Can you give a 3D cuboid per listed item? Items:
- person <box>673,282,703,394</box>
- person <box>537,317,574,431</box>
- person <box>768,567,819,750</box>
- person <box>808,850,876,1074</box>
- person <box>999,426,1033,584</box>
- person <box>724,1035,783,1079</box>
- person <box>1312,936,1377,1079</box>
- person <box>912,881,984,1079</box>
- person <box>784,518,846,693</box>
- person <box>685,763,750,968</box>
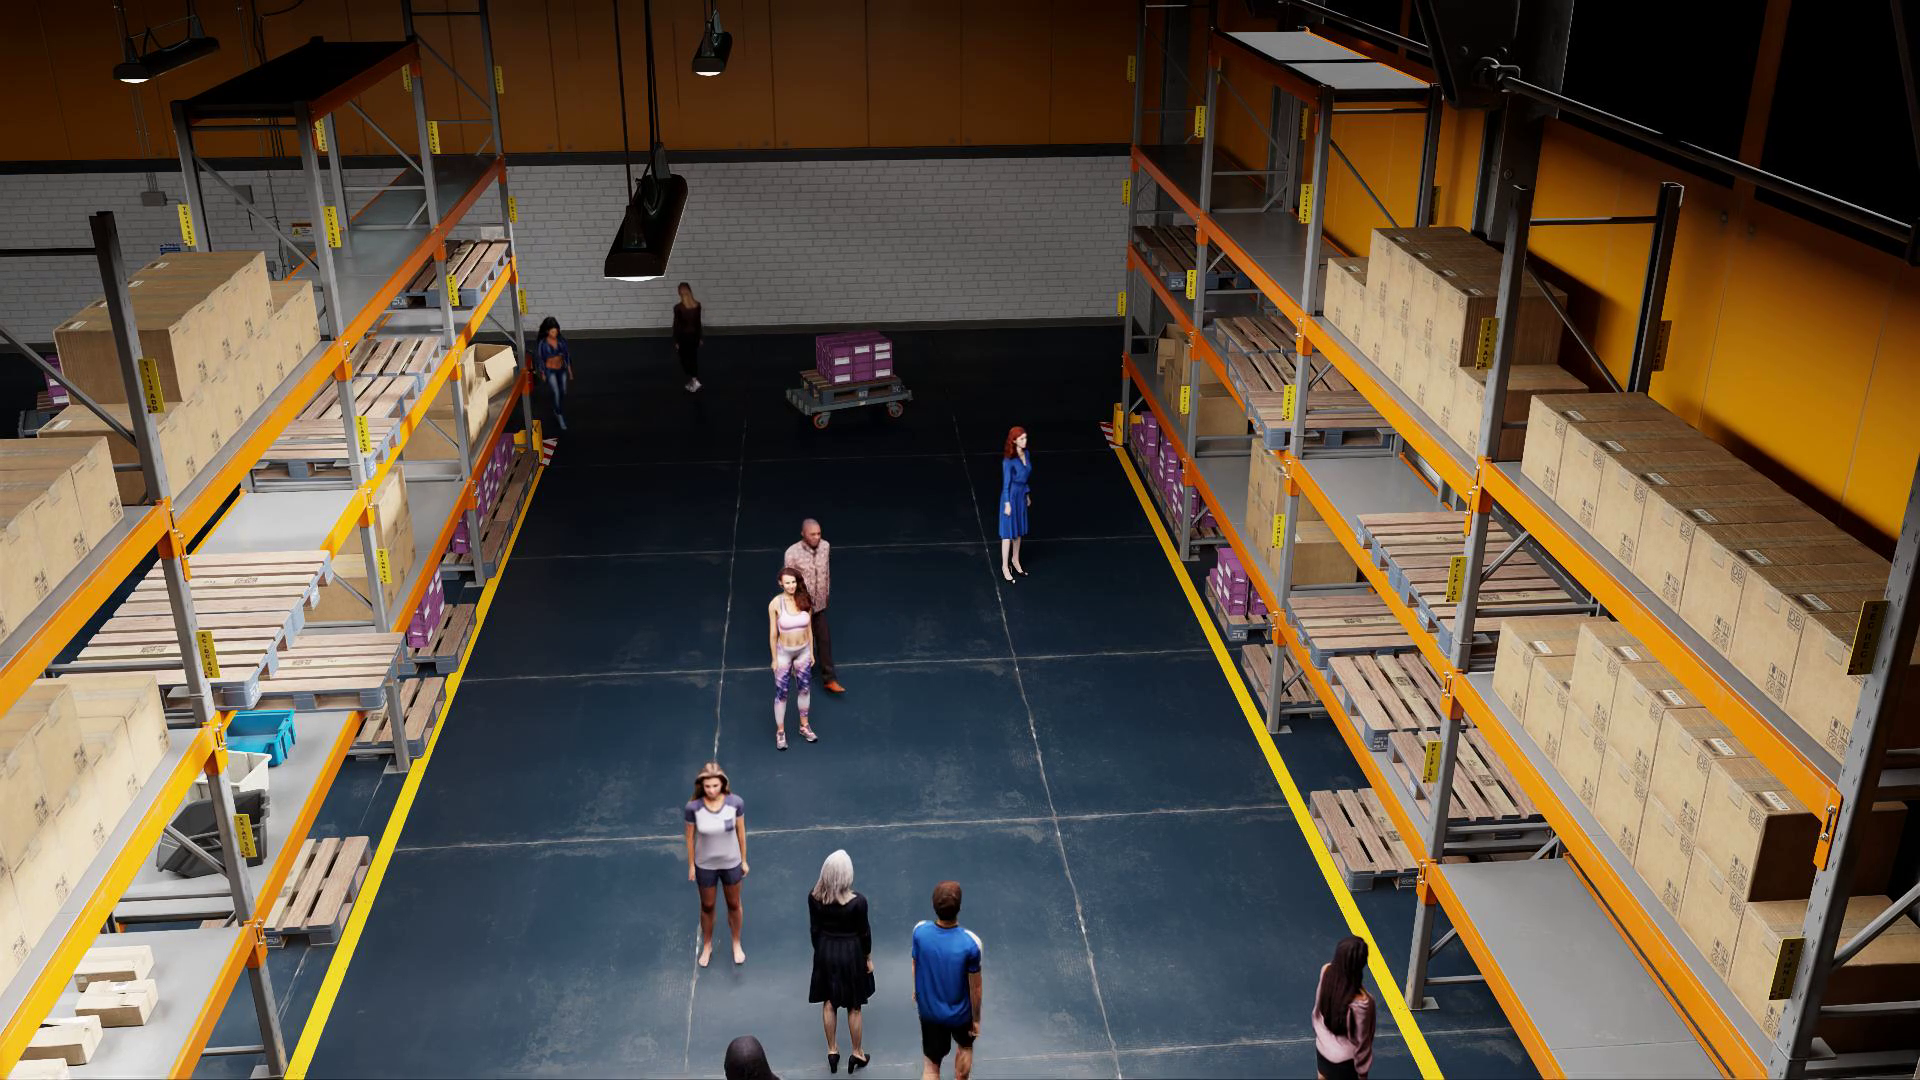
[{"bbox_3d":[-3.999,-2.964,24.673,0.848,1.697,0.958,-15,28,-31],"label":"person"},{"bbox_3d":[-5.718,-2.376,23.435,0.888,1.610,1.049,-15,28,-31],"label":"person"},{"bbox_3d":[-1.550,1.068,15.362,0.667,1.765,0.653,-11,26,-23],"label":"person"},{"bbox_3d":[-0.806,2.856,11.298,0.672,1.746,0.663,5,24,11],"label":"person"},{"bbox_3d":[0.623,-0.415,18.678,0.768,1.828,0.708,19,30,36],"label":"person"},{"bbox_3d":[-1.148,3.621,9.636,0.985,1.675,1.143,-17,29,-34],"label":"person"},{"bbox_3d":[2.362,3.228,10.365,0.757,1.811,0.604,-12,26,-25],"label":"person"},{"bbox_3d":[-0.119,3.065,10.696,0.788,1.844,0.865,5,24,11],"label":"person"},{"bbox_3d":[-1.550,0.603,16.445,1.090,1.751,1.326,-13,27,-27],"label":"person"},{"bbox_3d":[-1.797,2.393,12.379,0.606,1.729,0.543,-3,24,-7],"label":"person"}]
